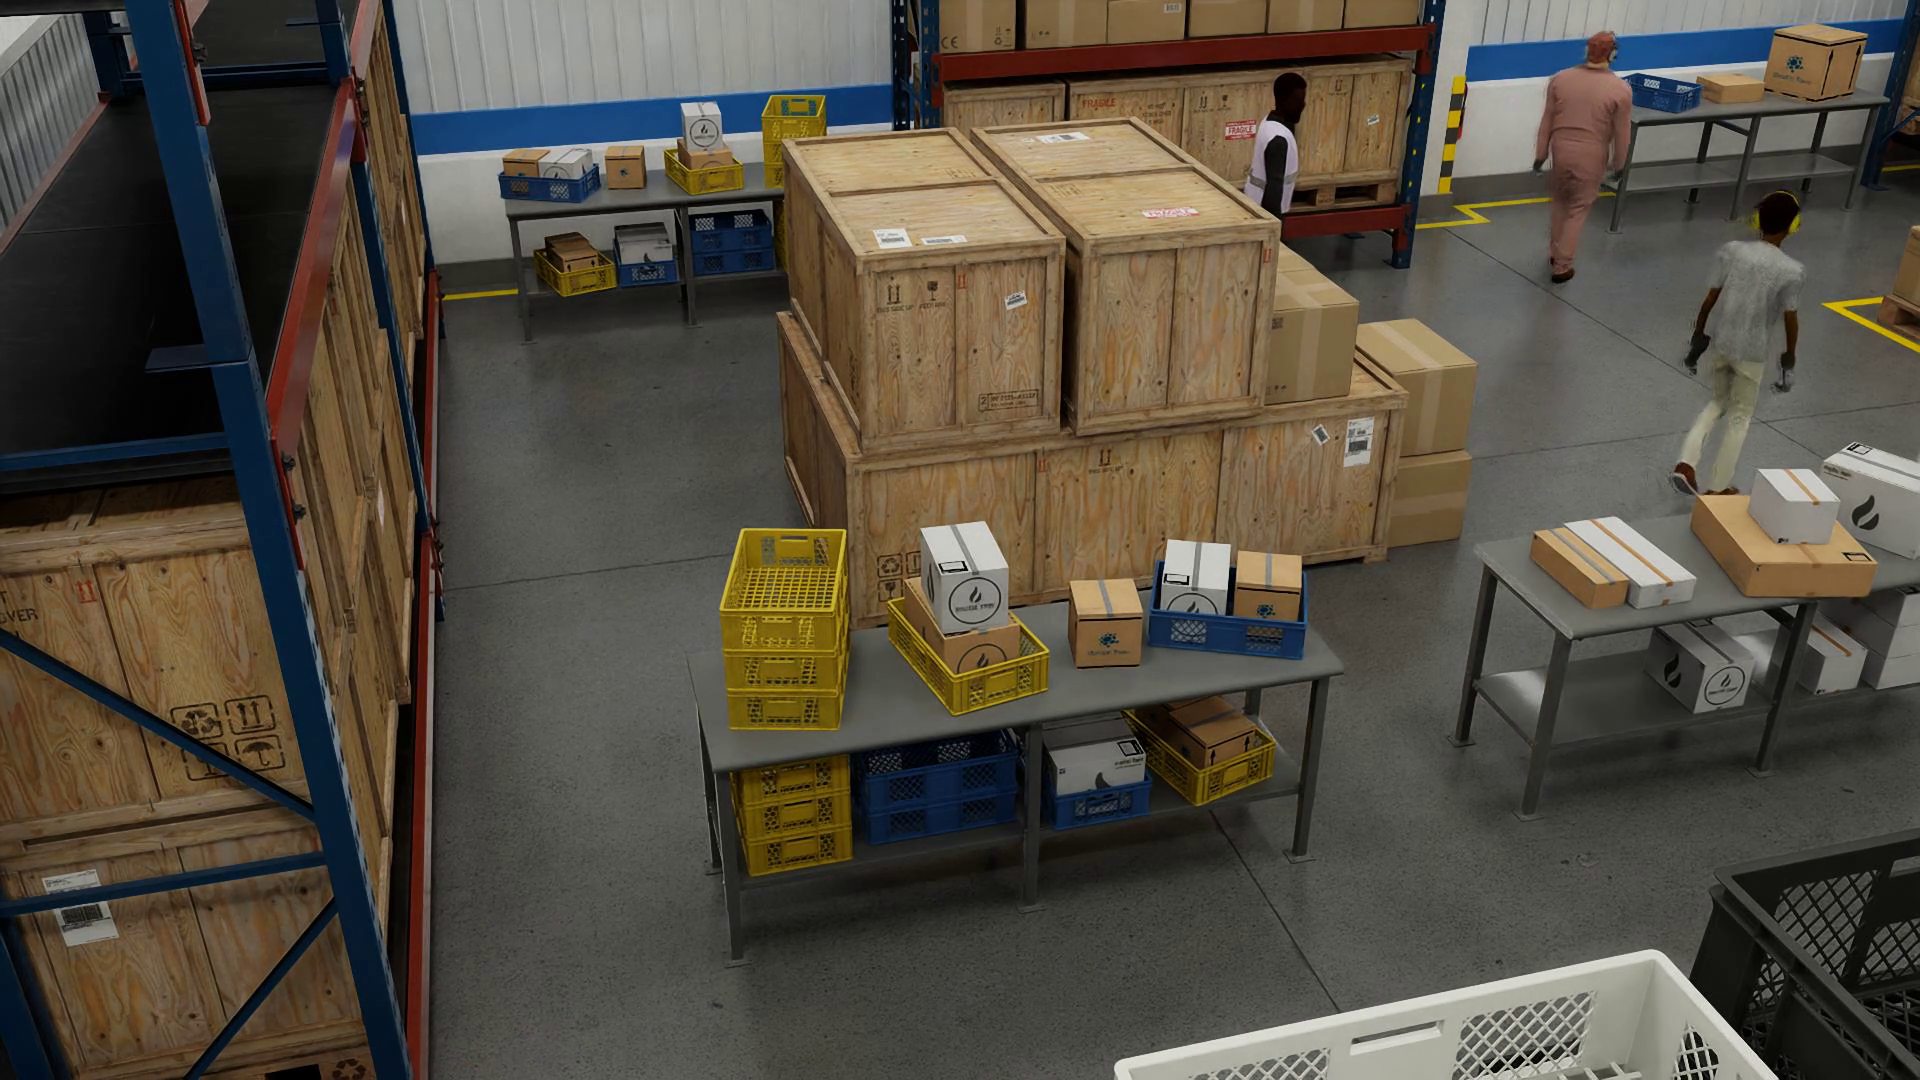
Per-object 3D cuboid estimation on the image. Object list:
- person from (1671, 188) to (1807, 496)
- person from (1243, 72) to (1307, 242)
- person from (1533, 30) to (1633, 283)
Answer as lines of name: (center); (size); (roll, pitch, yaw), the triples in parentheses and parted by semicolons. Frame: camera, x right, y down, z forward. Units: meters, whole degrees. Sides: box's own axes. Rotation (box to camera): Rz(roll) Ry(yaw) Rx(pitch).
person: (4.387, -1.039, 9.344); (0.428, 1.853, 0.566); (-19, 34, -30)
person: (2.140, -2.270, 11.516); (0.395, 1.917, 0.590); (3, 29, 5)
person: (4.823, -2.962, 12.799); (0.657, 1.883, 0.745); (24, 37, 37)
